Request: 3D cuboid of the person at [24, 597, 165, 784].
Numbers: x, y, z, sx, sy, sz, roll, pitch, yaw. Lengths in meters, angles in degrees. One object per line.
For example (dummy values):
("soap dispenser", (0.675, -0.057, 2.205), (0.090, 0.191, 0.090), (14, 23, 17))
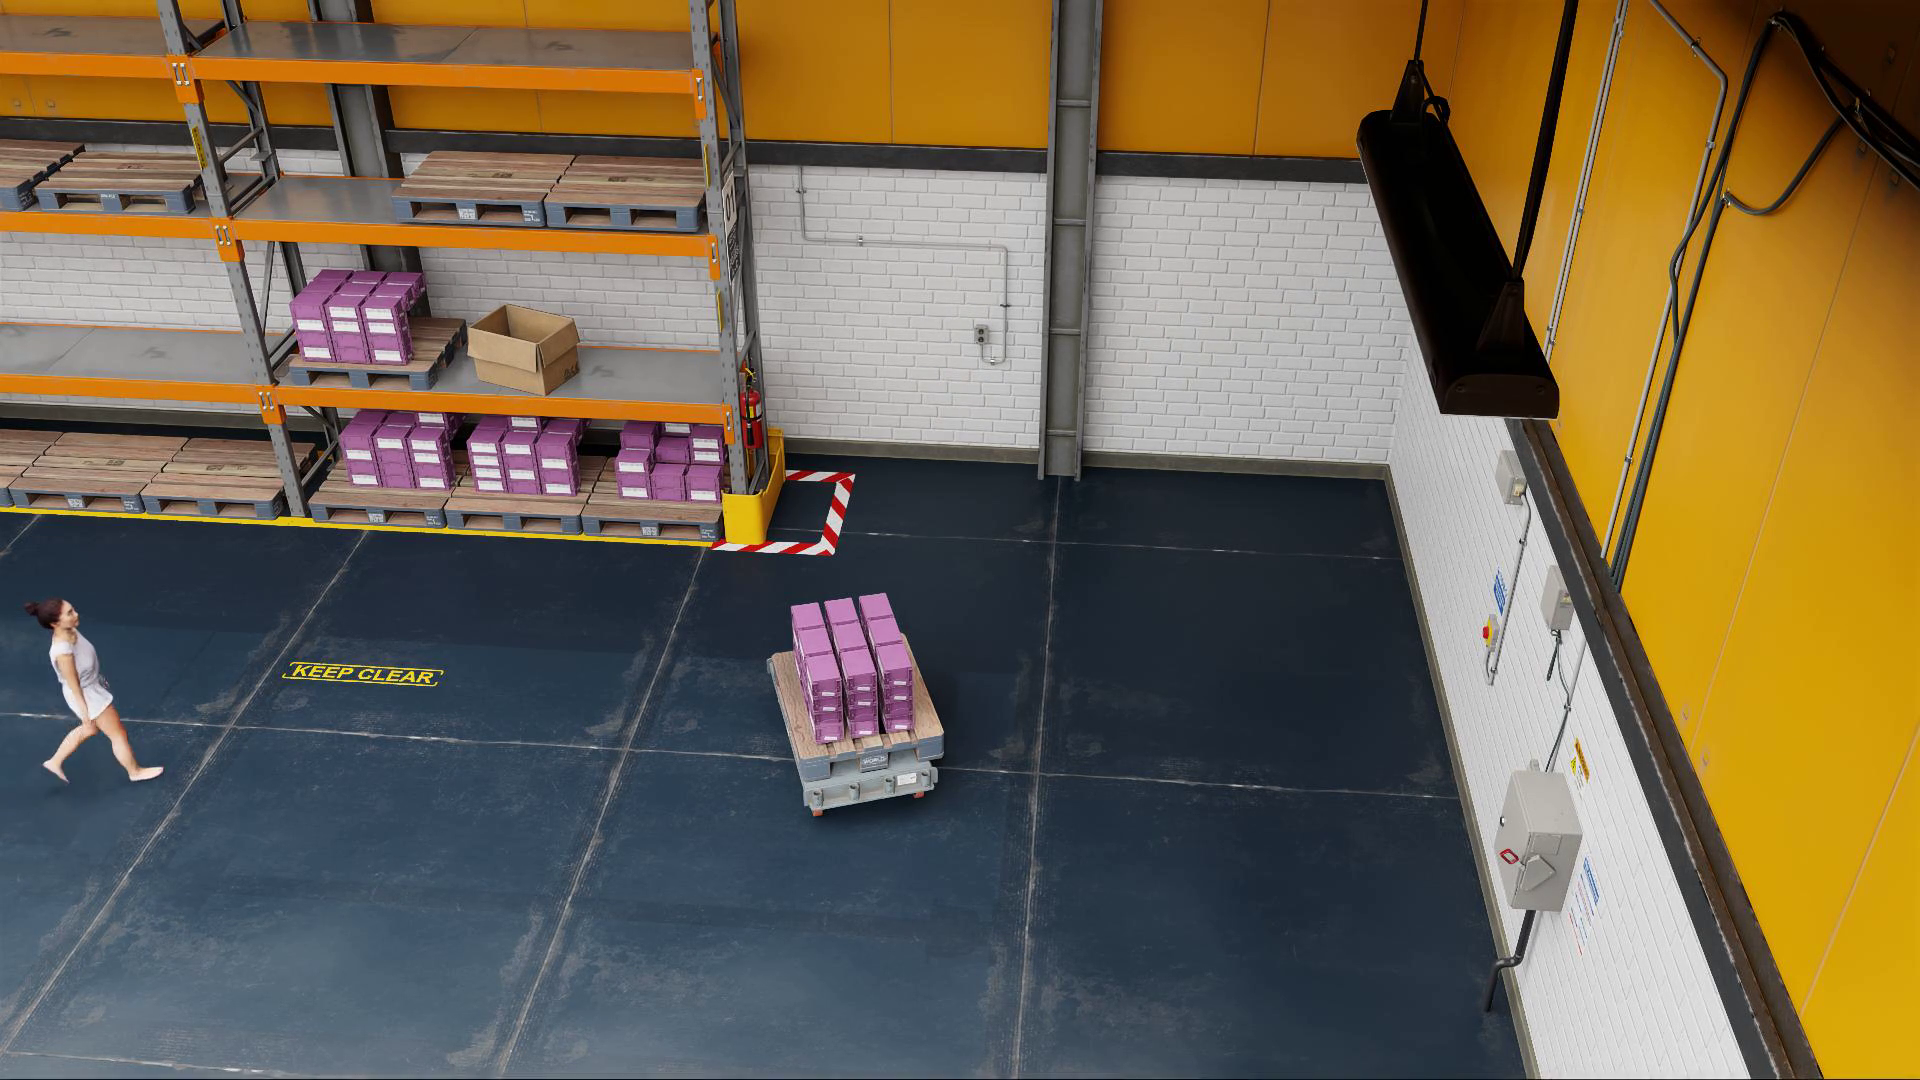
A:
("person", (-6.059, 1.069, 11.388), (1.040, 1.585, 0.865), (-14, 36, -20))
